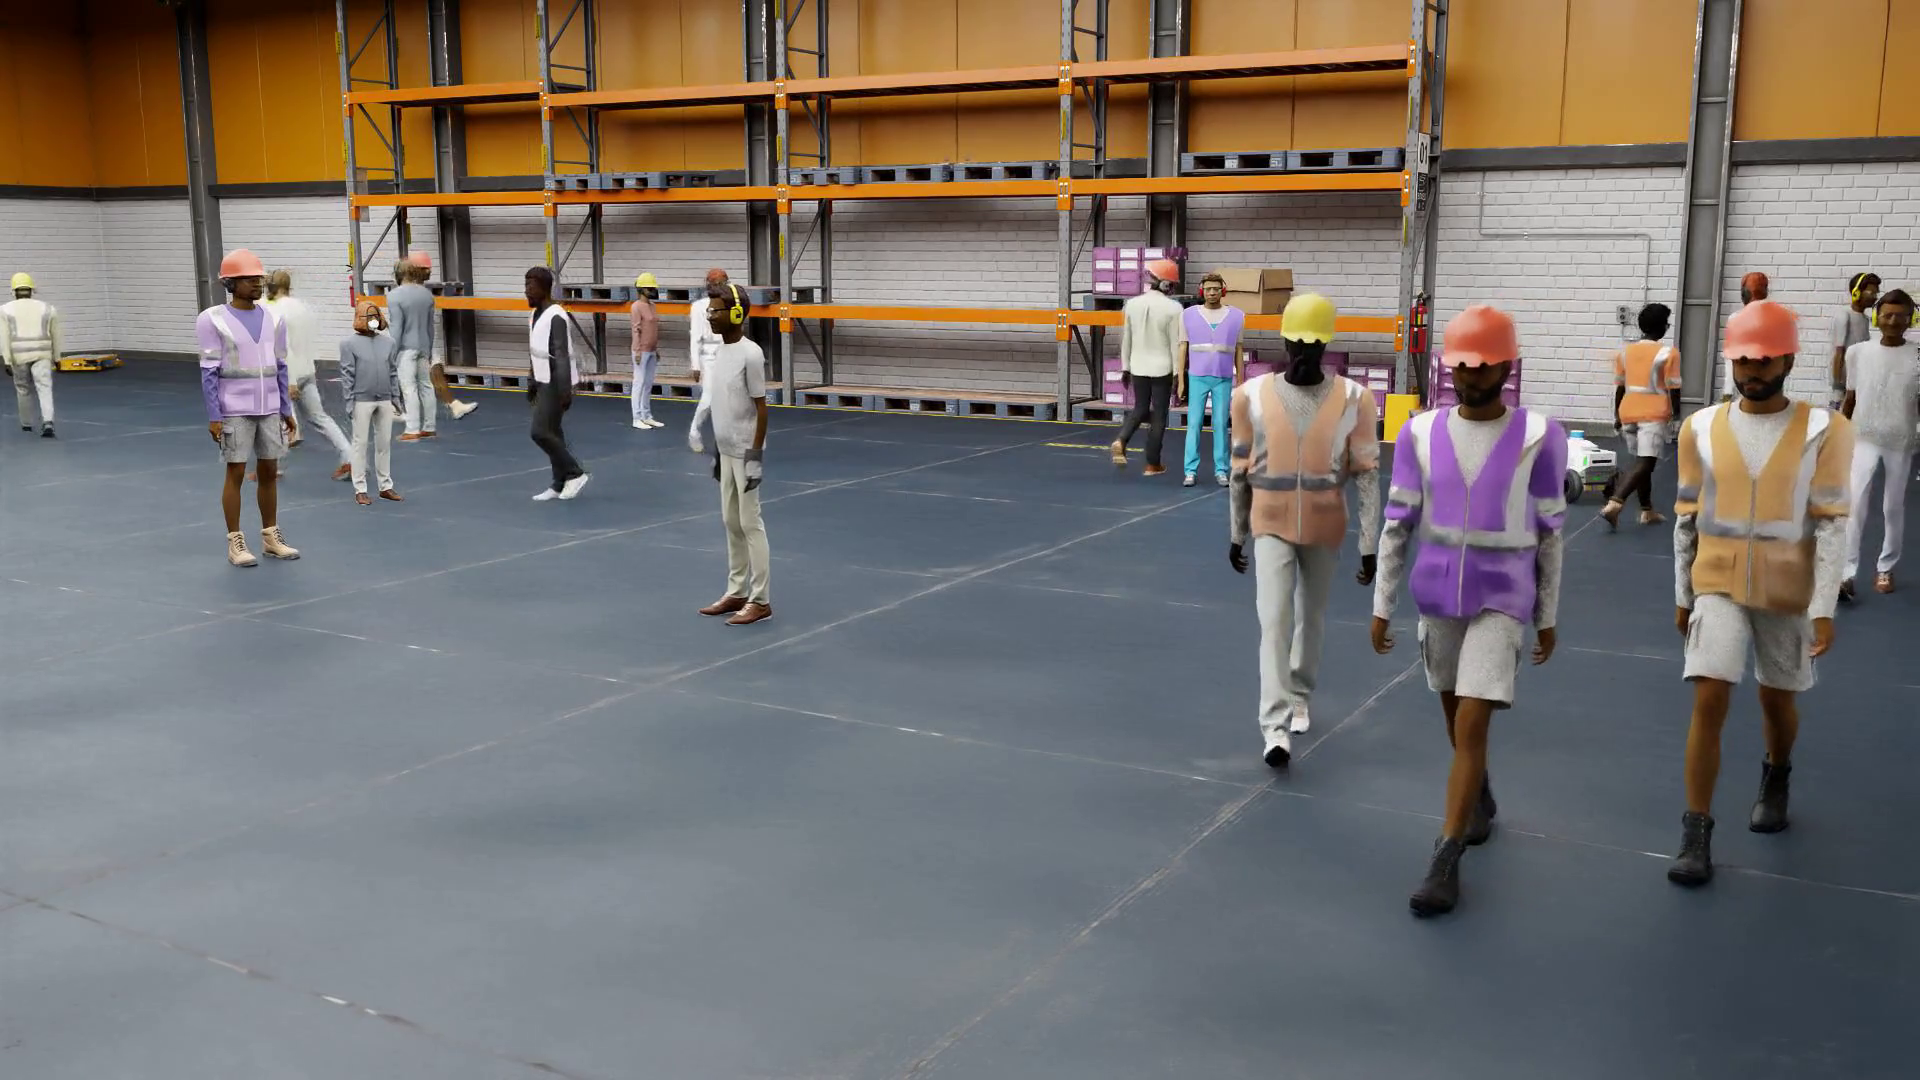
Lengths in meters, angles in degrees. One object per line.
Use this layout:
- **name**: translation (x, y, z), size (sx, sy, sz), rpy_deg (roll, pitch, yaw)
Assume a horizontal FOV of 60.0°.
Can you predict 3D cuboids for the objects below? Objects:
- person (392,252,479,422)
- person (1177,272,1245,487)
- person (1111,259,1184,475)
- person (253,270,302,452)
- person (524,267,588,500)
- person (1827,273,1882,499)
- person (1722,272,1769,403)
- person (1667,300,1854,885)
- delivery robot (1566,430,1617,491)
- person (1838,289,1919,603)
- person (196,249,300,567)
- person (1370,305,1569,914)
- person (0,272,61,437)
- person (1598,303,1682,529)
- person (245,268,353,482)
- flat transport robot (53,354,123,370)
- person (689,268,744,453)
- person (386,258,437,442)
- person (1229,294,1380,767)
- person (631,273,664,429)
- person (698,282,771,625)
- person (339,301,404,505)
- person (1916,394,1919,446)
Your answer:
- **person**: translation (-6.253, -2.370, 19.537), size (1.053, 1.989, 0.636), rpy_deg (0, 10, -1)
- **person**: translation (2.158, -1.376, 14.339), size (0.574, 1.843, 0.375), rpy_deg (0, 10, 2)
- **person**: translation (1.691, -1.529, 14.886), size (0.617, 1.958, 0.631), rpy_deg (8, 13, 37)
- **person**: translation (-6.912, -1.789, 16.738), size (0.484, 1.829, 0.634), rpy_deg (5, 11, 25)
- **person**: translation (-3.324, -1.247, 13.462), size (0.448, 1.905, 0.606), rpy_deg (-5, 11, -26)
- **person**: translation (7.288, -1.240, 13.535), size (0.573, 1.850, 0.390), rpy_deg (-9, 14, -43)
- **person**: translation (6.564, -1.267, 13.687), size (0.582, 1.867, 0.631), rpy_deg (-3, 11, -19)
- **person**: translation (2.673, 0.146, 5.593), size (0.545, 1.903, 0.947), rpy_deg (7, 12, 33)
- **delivery robot**: translation (5.054, -0.658, 13.659), size (0.477, 0.478, 0.707), rpy_deg (-3, 10, -15)
- **person**: translation (5.384, -0.536, 9.675), size (0.550, 1.817, 0.991), rpy_deg (7, 12, 35)
- **person**: translation (-4.611, -0.857, 10.828), size (0.368, 2.048, 0.607), rpy_deg (7, 12, 34)
- **person**: translation (1.667, 0.175, 5.456), size (0.564, 1.889, 1.006), rpy_deg (6, 12, 31)
- **person**: translation (-10.123, -2.015, 18.137), size (0.594, 1.800, 0.926), rpy_deg (-7, 12, -36)
- **person**: translation (4.950, -0.891, 12.110), size (0.785, 1.666, 0.544), rpy_deg (-5, 11, -25)
- **person**: translation (-5.761, -1.428, 14.551), size (1.013, 1.894, 0.652), rpy_deg (1, 10, 7)
- **flat transport robot**: translation (-14.616, -2.982, 27.889), size (0.652, 0.197, 1.431), rpy_deg (-2, 10, -10)
- **person**: translation (-2.393, -1.753, 16.432), size (0.593, 1.862, 0.806), rpy_deg (-7, 12, -36)
- **person**: translation (-5.809, -2.000, 17.613), size (0.355, 1.936, 0.635), rpy_deg (5, 11, 24)
- **person**: translation (1.389, -0.048, 6.743), size (0.603, 1.871, 1.041), rpy_deg (2, 10, 10)
- **person**: translation (-3.561, -2.150, 18.947), size (0.331, 1.768, 0.526), rpy_deg (3, 10, 17)
- **person**: translation (-1.229, -0.468, 9.127), size (0.331, 1.872, 0.513), rpy_deg (-7, 12, -33)
- **person**: translation (-4.735, -1.106, 13.410), size (0.285, 1.633, 0.497), rpy_deg (8, 13, 38)
- **person**: translation (6.626, -0.805, 10.916), size (0.623, 1.914, 1.005), rpy_deg (6, 11, 29)
